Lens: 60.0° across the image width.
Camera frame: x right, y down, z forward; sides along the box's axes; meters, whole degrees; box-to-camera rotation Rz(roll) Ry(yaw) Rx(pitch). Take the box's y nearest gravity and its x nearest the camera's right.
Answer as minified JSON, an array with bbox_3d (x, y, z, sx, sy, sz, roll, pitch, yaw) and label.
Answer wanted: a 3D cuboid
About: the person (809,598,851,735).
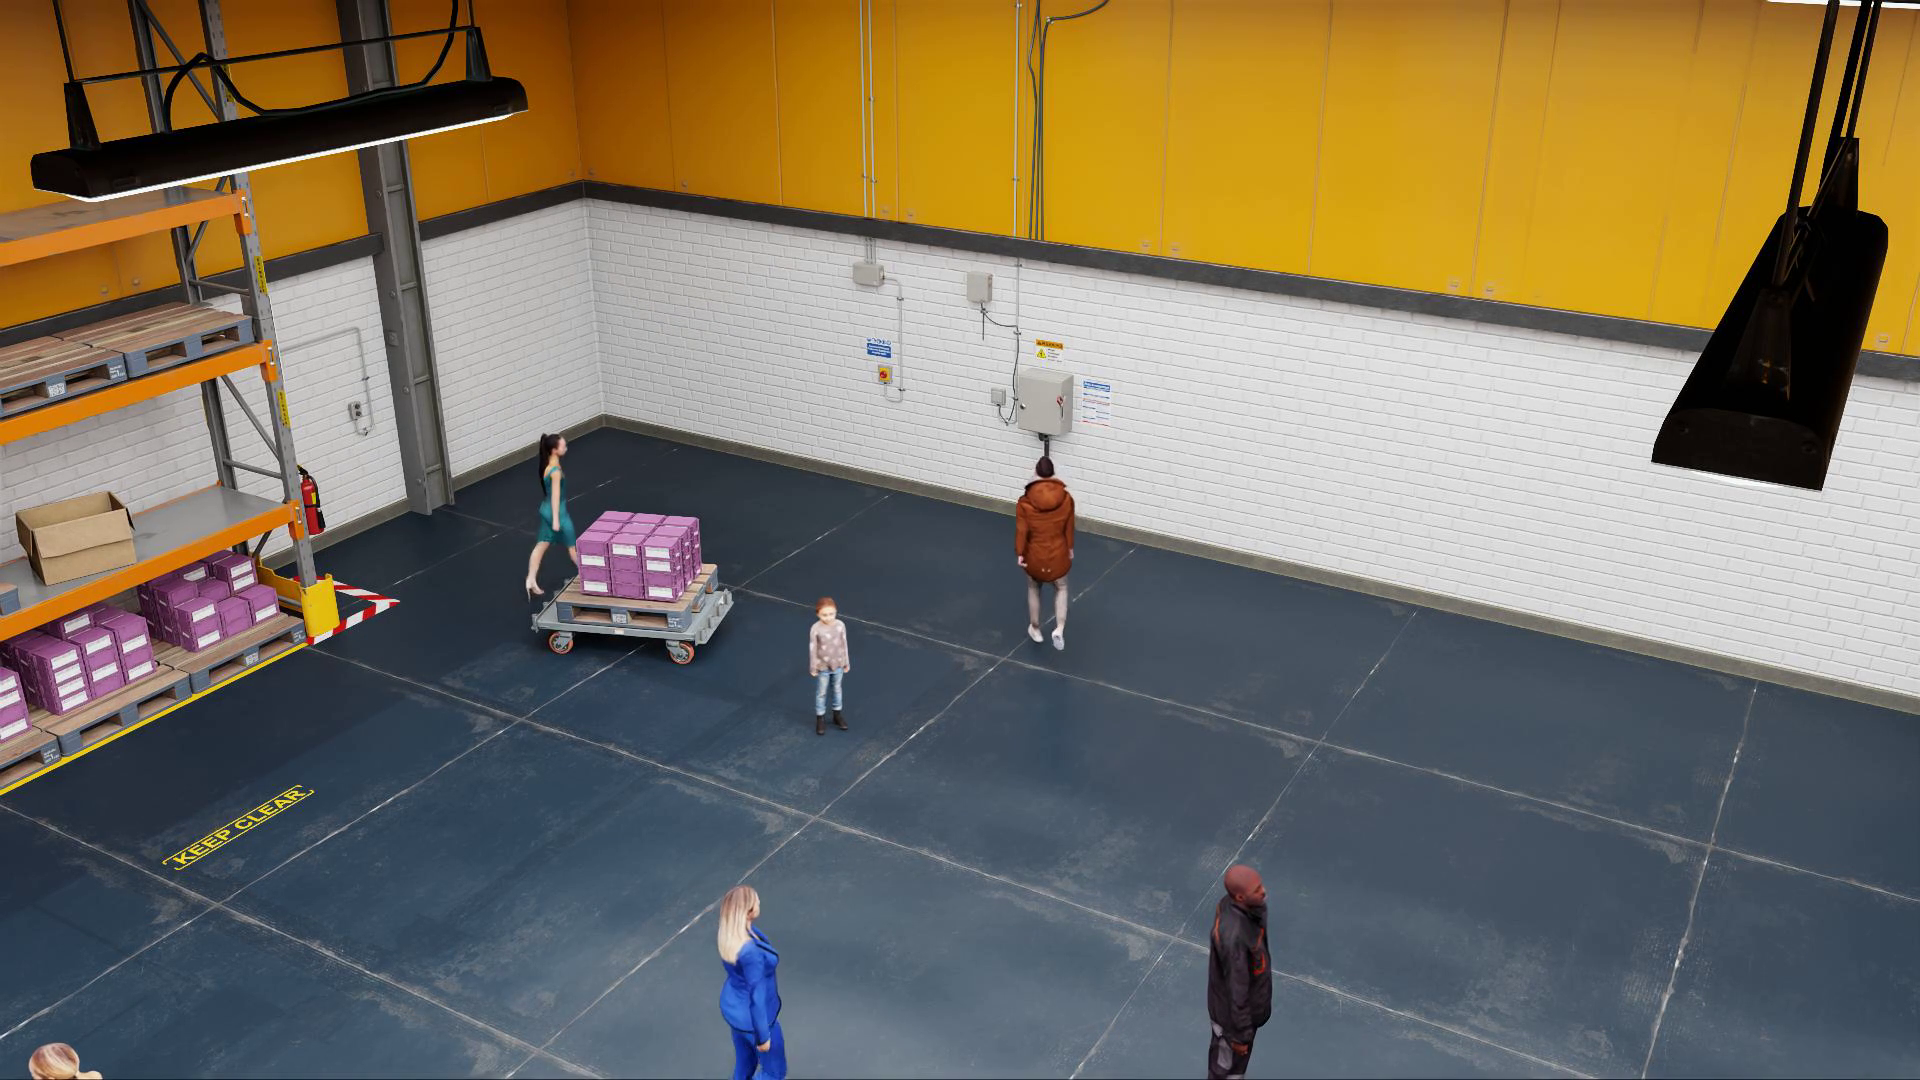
[{"bbox_3d":[-1.074,1.008,13.684,0.545,1.193,0.616,-8,25,-18],"label":"person"}]

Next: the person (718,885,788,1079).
[{"bbox_3d":[-1.254,2.684,9.232,0.810,1.688,0.772,-12,26,-26],"label":"person"}]

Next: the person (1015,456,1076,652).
[{"bbox_3d":[0.788,0.152,14.855,1.001,1.824,1.101,-3,24,-6],"label":"person"}]

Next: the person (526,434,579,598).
[{"bbox_3d":[-3.938,-0.193,15.881,1.109,1.635,0.949,-14,27,-28],"label":"person"}]

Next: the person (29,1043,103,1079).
[{"bbox_3d":[-4.160,3.145,8.054,0.737,1.788,0.619,0,24,0],"label":"person"}]

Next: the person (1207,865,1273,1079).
[{"bbox_3d":[1.521,2.586,9.285,0.841,1.825,0.695,3,24,7],"label":"person"}]
